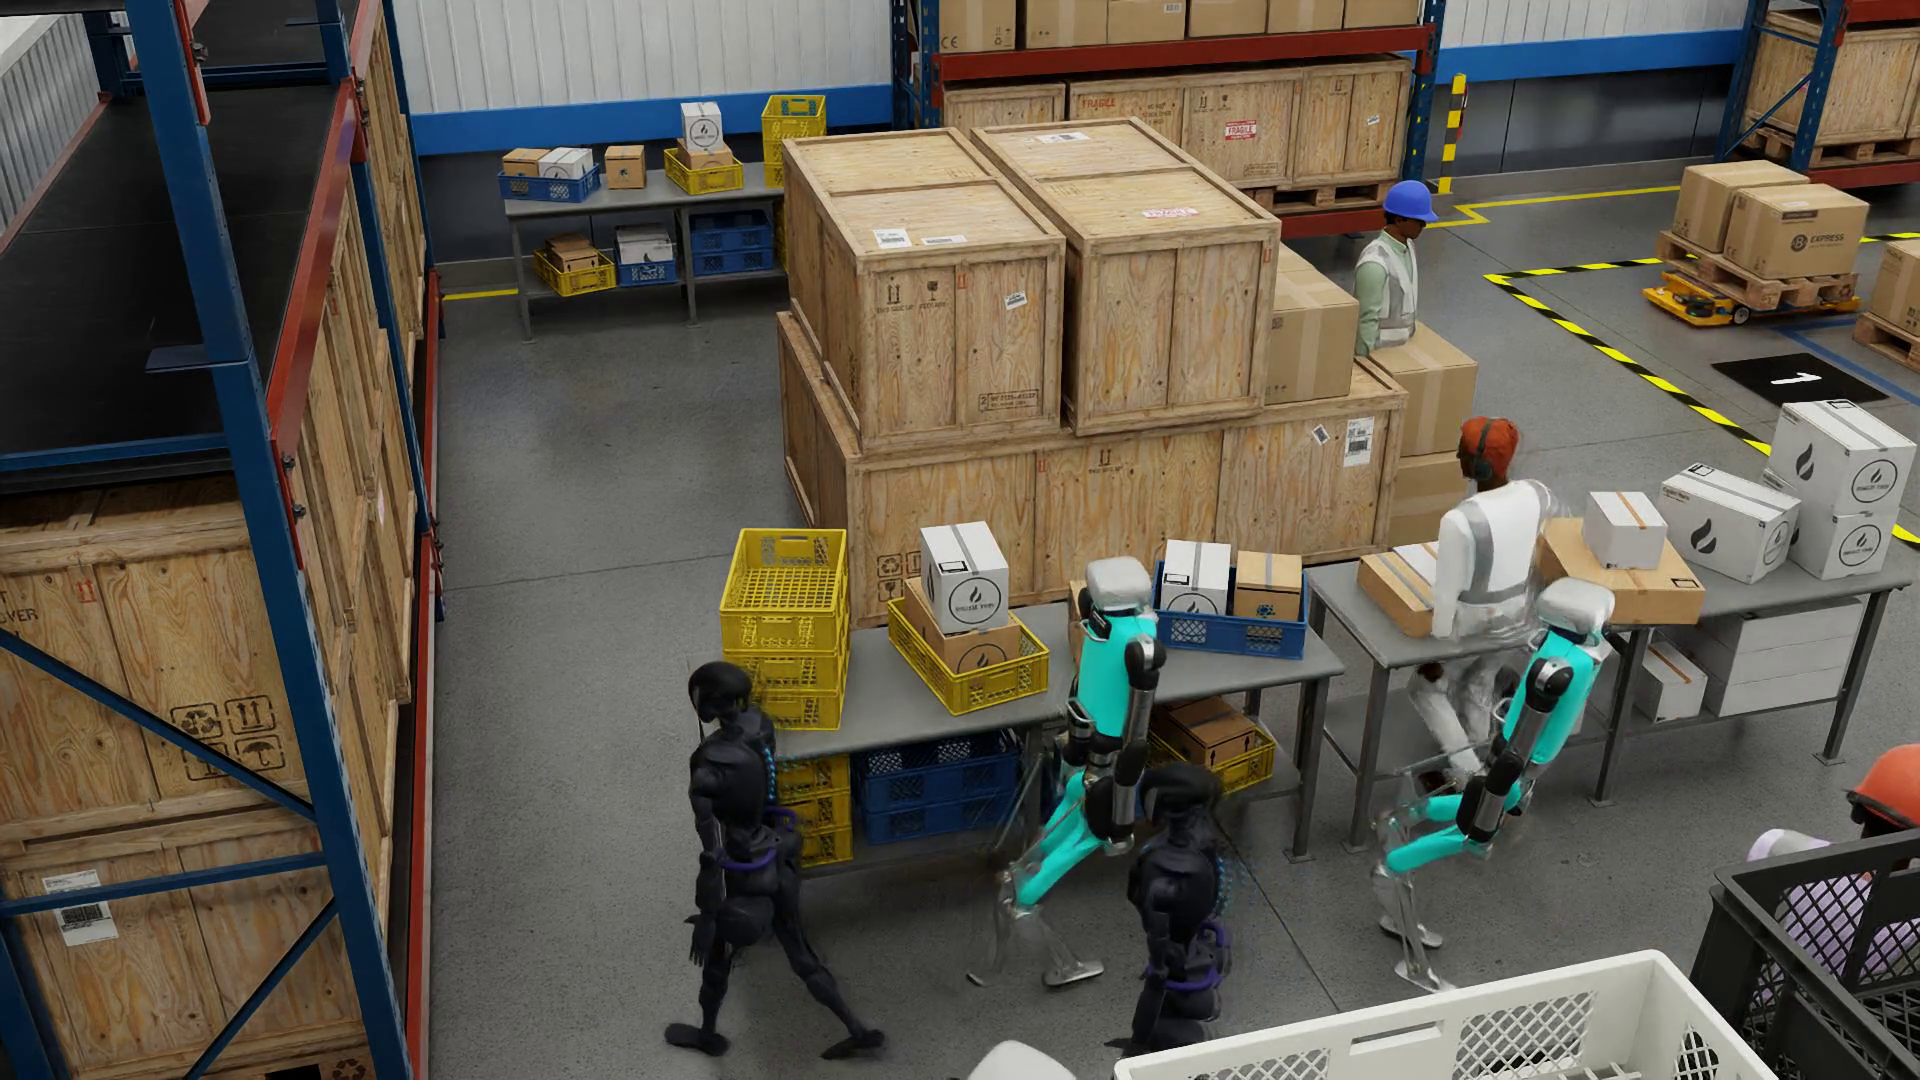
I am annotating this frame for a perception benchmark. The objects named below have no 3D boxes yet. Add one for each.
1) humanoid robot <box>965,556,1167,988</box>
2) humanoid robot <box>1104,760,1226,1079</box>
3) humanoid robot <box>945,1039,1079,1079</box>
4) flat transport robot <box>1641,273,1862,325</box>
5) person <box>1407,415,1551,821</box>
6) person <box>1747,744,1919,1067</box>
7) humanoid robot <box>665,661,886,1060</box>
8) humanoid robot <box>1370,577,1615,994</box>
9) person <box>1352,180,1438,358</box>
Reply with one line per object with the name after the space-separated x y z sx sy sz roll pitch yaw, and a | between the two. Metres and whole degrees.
0.289 0.967 5.949 0.801 1.885 0.559 -9 30 -16 | humanoid robot
0.644 1.401 5.164 0.769 1.622 0.593 8 30 14 | humanoid robot
0.056 2.019 3.901 0.540 1.765 0.682 15 32 26 | humanoid robot
5.944 -1.871 12.484 1.431 0.197 0.652 -7 30 -13 | flat transport robot
2.127 0.357 6.814 0.627 1.864 0.489 -15 32 -25 | person
2.427 1.426 4.708 0.402 2.032 0.607 -24 37 -37 | person
-0.671 1.140 5.650 0.803 1.620 0.584 9 30 16 | humanoid robot
1.795 0.855 6.029 0.847 1.745 0.558 20 34 31 | humanoid robot
2.362 -1.068 9.329 0.412 1.939 0.602 17 33 28 | person
